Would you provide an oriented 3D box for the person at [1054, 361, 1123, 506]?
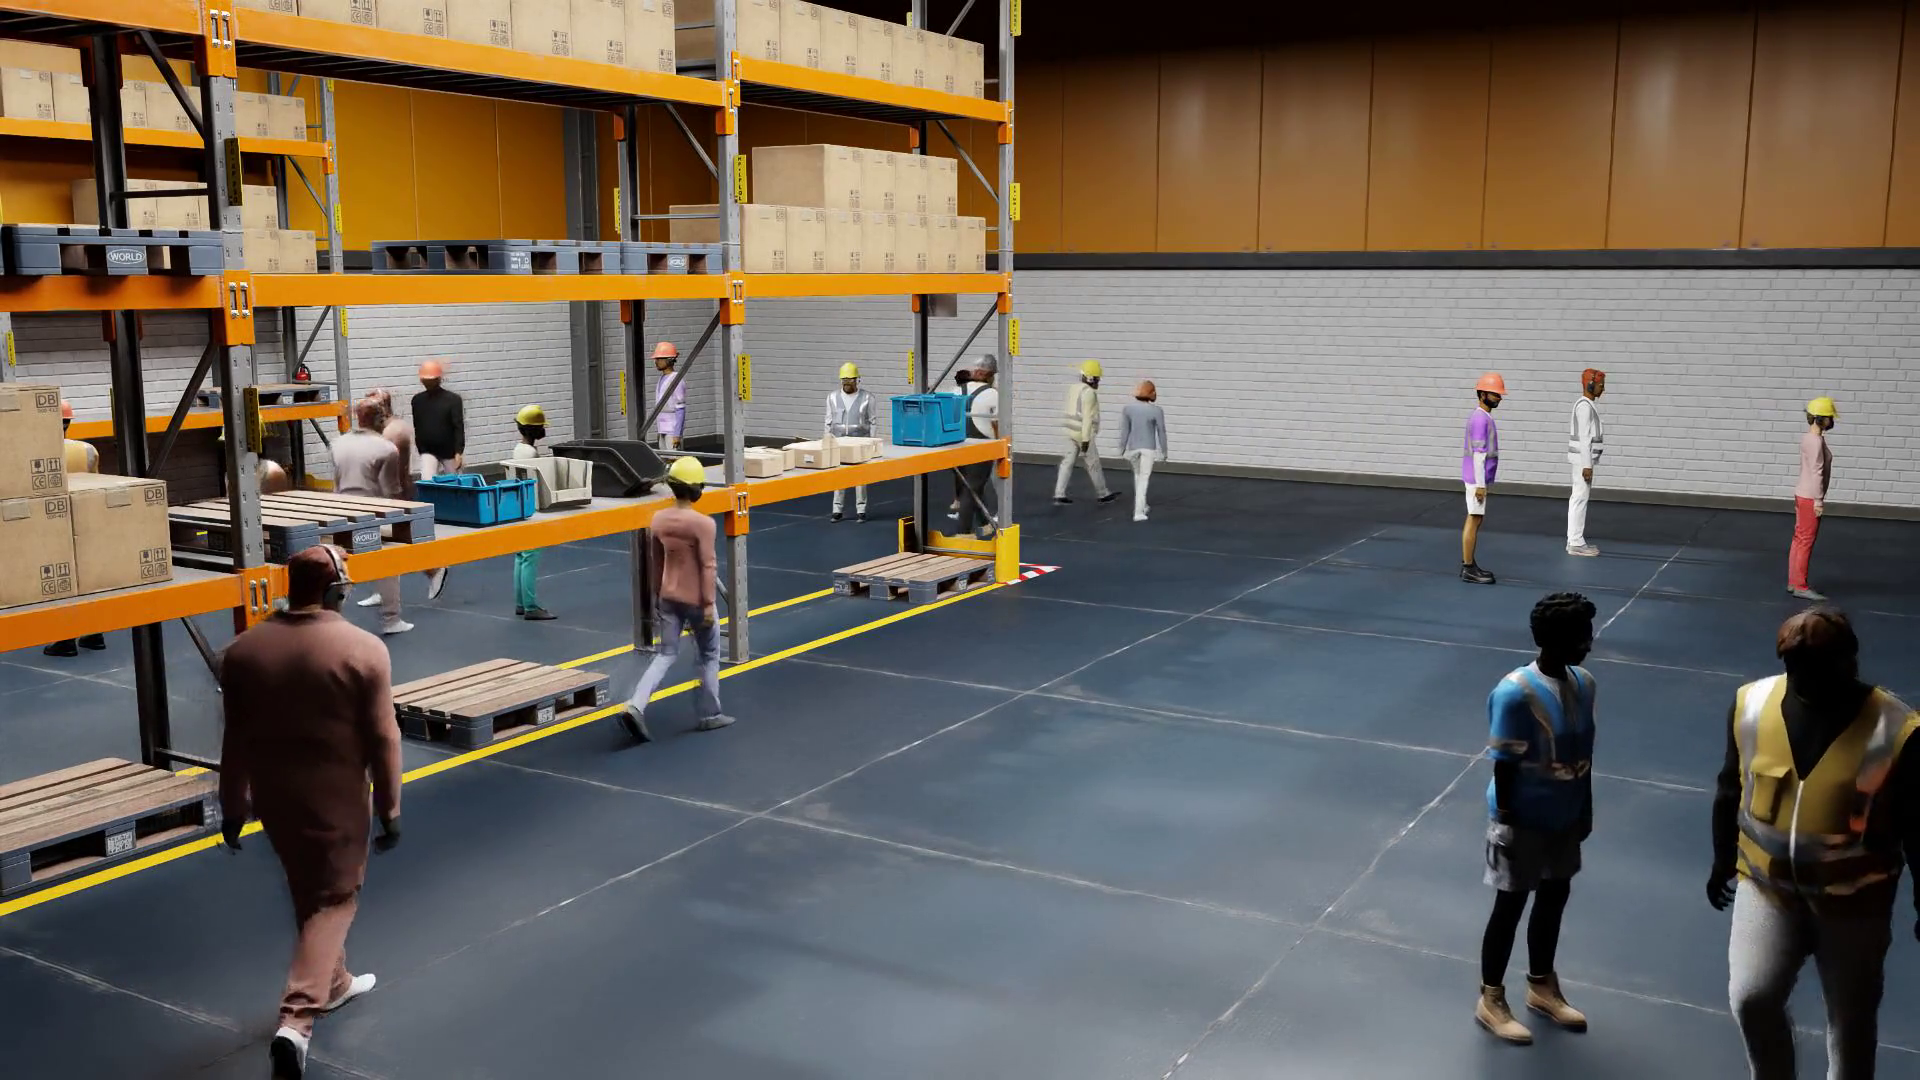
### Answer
[{"bbox_3d":[1.551,-1.292,20.280,0.922,1.768,0.714,-3,10,-19],"label":"person"}]

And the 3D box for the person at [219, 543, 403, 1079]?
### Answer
[{"bbox_3d":[-2.385,0.955,6.047,0.688,1.864,0.897,2,9,10],"label":"person"}]

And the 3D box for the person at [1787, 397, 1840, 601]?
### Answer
[{"bbox_3d":[7.466,-0.364,14.548,0.307,1.770,0.525,3,10,17],"label":"person"}]

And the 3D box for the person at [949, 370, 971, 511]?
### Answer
[{"bbox_3d":[0.064,-1.193,19.952,0.535,1.691,0.322,-4,10,-22],"label":"person"}]

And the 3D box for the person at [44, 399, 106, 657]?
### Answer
[{"bbox_3d":[-6.672,-0.102,12.381,0.361,1.935,0.553,4,10,25],"label":"person"}]

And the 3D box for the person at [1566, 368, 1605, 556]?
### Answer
[{"bbox_3d":[6.333,-0.788,16.823,0.356,1.886,0.574,3,10,18],"label":"person"}]

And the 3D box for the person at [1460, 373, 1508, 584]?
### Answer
[{"bbox_3d":[4.808,-0.569,15.304,0.375,1.934,0.547,3,10,18],"label":"person"}]

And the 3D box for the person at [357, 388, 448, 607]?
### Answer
[{"bbox_3d":[-4.793,-0.359,14.144,0.628,1.885,0.655,-5,10,-28],"label":"person"}]

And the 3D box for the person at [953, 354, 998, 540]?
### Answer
[{"bbox_3d":[0.244,-1.007,17.706,0.693,2.000,0.996,8,12,42],"label":"person"}]

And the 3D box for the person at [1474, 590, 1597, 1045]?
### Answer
[{"bbox_3d":[2.156,1.013,6.183,0.540,1.691,0.325,-6,11,-32],"label":"person"}]

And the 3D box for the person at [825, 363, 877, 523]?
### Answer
[{"bbox_3d":[-1.248,-1.105,18.959,0.592,1.834,0.404,1,9,7],"label":"person"}]

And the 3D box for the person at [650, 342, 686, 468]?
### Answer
[{"bbox_3d":[-3.423,-1.294,19.490,0.372,2.042,0.615,-5,11,-30],"label":"person"}]

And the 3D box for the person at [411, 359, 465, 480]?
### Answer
[{"bbox_3d":[-5.526,-0.970,17.788,0.612,1.959,0.995,1,9,7],"label":"person"}]

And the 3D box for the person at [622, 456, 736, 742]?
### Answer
[{"bbox_3d":[-1.716,0.360,10.117,0.527,1.742,0.779,6,11,34],"label":"person"}]

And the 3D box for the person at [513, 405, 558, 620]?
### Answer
[{"bbox_3d":[-3.520,-0.228,13.701,0.331,1.768,0.526,-4,10,-26],"label":"person"}]

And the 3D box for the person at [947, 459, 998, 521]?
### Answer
[{"bbox_3d":[0.221,-0.978,18.913,0.802,1.594,0.502,-6,11,-31],"label":"person"}]

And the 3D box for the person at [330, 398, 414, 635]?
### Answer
[{"bbox_3d":[-4.632,-0.154,12.886,0.665,1.880,0.728,4,10,24],"label":"person"}]

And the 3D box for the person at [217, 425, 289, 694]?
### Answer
[{"bbox_3d":[-4.752,0.067,11.415,0.587,1.907,0.758,5,10,28],"label":"person"}]

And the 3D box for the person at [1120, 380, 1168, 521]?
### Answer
[{"bbox_3d":[2.170,-1.044,19.290,0.537,1.602,0.759,5,11,31],"label":"person"}]

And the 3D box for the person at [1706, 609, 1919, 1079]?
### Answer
[{"bbox_3d":[2.667,1.115,5.159,0.751,1.809,0.646,9,13,44],"label":"person"}]
